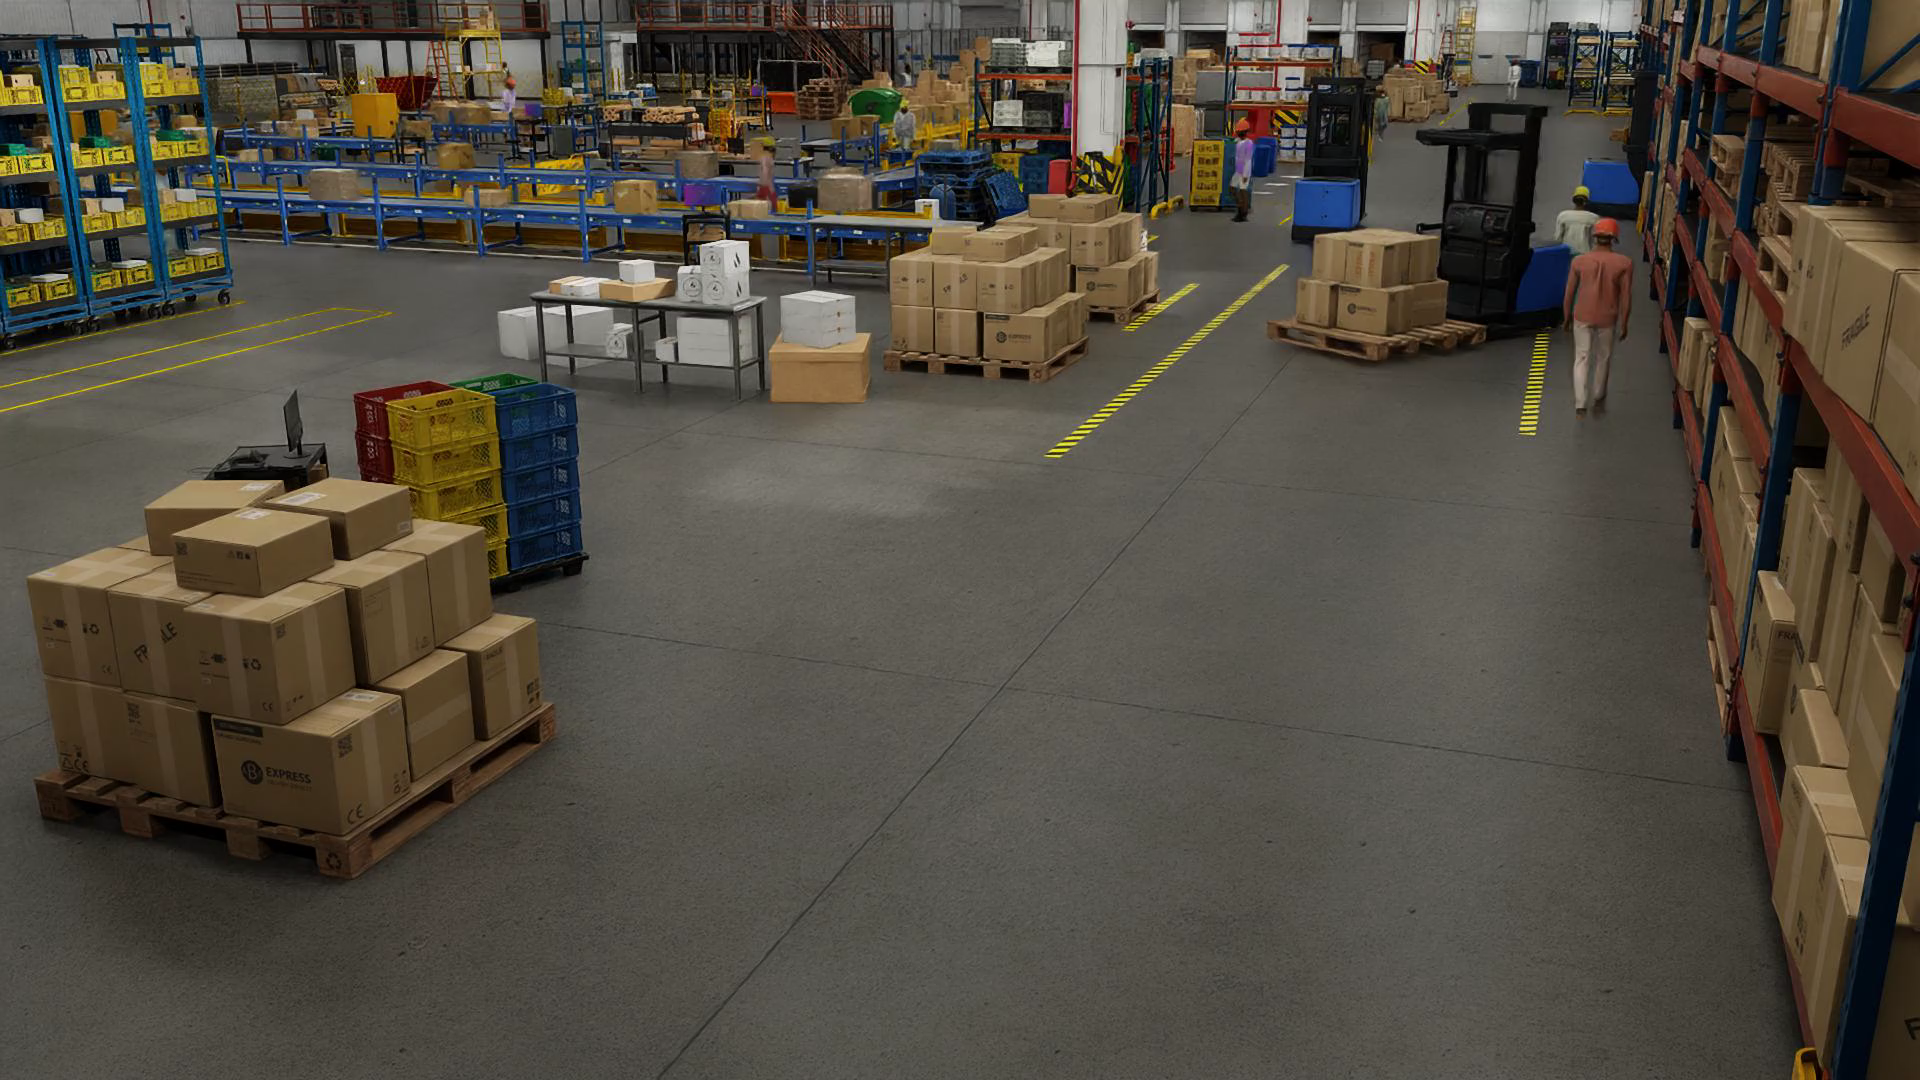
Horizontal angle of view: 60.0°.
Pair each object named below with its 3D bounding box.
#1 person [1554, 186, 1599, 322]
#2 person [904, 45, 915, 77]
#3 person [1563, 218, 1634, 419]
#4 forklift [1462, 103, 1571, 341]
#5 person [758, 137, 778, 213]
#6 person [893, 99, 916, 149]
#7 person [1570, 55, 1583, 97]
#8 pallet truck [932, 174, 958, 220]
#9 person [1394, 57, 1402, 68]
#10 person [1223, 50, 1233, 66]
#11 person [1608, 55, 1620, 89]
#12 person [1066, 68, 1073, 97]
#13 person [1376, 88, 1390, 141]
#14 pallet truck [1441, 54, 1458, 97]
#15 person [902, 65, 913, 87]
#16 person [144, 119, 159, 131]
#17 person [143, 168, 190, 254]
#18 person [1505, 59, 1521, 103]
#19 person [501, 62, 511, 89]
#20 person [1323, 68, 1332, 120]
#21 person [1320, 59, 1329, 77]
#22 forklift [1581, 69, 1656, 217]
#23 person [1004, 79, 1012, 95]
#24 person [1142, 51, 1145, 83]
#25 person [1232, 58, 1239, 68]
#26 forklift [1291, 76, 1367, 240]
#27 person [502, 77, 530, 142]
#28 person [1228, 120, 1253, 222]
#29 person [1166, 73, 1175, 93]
[{"bbox_3d":[8.079,-3.771,21.870,0.550,1.731,0.812,6,19,17],"label":"person"},{"bbox_3d":[-3.060,-28.903,100.533,0.921,1.904,0.629,7,19,21],"label":"person"},{"bbox_3d":[6.399,-2.249,16.719,0.647,1.951,0.962,8,19,22],"label":"person"},{"bbox_3d":[6.712,-4.020,20.786,1.873,2.768,1.129,-12,21,-34],"label":"forklift"},{"bbox_3d":[-3.458,-6.498,30.458,0.902,1.720,0.545,2,18,5],"label":"person"},{"bbox_3d":[-1.382,-10.221,42.017,0.591,1.807,0.756,7,19,22],"label":"person"},{"bbox_3d":[28.931,-21.731,77.989,0.590,1.923,0.383,10,20,28],"label":"person"},{"bbox_3d":[-0.507,-5.292,27.348,0.653,1.274,1.630,6,19,19],"label":"pallet truck"},{"bbox_3d":[19.693,-20.653,74.606,0.676,1.915,0.661,9,20,25],"label":"person"},{"bbox_3d":[14.592,-25.877,90.957,0.796,1.974,0.442,-10,20,-29],"label":"person"},{"bbox_3d":[31.733,-22.497,80.451,0.591,1.883,0.944,-10,20,-29],"label":"person"},{"bbox_3d":[4.274,-17.373,64.248,0.498,1.952,0.637,10,20,29],"label":"person"},{"bbox_3d":[13.189,-13.293,51.994,0.510,1.611,0.422,-5,18,-15],"label":"person"},{"bbox_3d":[22.765,-21.886,78.355,0.823,1.965,1.885,-4,18,-14],"label":"pallet truck"},{"bbox_3d":[-1.956,-17.727,65.475,0.851,1.889,0.595,8,19,22],"label":"person"},{"bbox_3d":[-22.510,-11.598,46.212,0.687,1.876,0.812,14,22,36],"label":"person"},{"bbox_3d":[-11.750,-4.802,24.802,0.865,1.914,0.651,13,22,34],"label":"person"},{"bbox_3d":[24.634,-20.430,74.024,0.583,1.846,0.911,0,18,1],"label":"person"},{"bbox_3d":[-19.426,-19.524,71.182,0.346,1.846,0.505,10,20,29],"label":"person"},{"bbox_3d":[13.725,-16.689,62.225,0.328,1.877,0.513,-8,19,-23],"label":"person"},{"bbox_3d":[18.066,-23.038,82.321,1.001,1.795,0.631,8,20,25],"label":"person"},{"bbox_3d":[13.219,-7.740,32.475,1.873,2.768,1.129,6,19,18],"label":"forklift"},{"bbox_3d":[1.689,-15.809,59.359,0.379,1.938,0.547,7,19,20],"label":"person"},{"bbox_3d":[9.624,-24.564,86.895,0.566,1.922,0.600,-5,18,-15],"label":"person"},{"bbox_3d":[12.808,-21.591,77.630,0.513,1.876,0.328,11,21,30],"label":"person"},{"bbox_3d":[6.598,-6.755,29.381,1.129,2.768,1.873,6,19,19],"label":"forklift"},{"bbox_3d":[-13.454,-12.915,50.167,1.006,1.997,0.616,9,20,27],"label":"person"},{"bbox_3d":[5.391,-7.072,31.931,0.404,1.922,0.578,-5,18,-15],"label":"person"},{"bbox_3d":[7.763,-16.282,61.133,0.485,1.747,0.556,9,20,25],"label":"person"}]
